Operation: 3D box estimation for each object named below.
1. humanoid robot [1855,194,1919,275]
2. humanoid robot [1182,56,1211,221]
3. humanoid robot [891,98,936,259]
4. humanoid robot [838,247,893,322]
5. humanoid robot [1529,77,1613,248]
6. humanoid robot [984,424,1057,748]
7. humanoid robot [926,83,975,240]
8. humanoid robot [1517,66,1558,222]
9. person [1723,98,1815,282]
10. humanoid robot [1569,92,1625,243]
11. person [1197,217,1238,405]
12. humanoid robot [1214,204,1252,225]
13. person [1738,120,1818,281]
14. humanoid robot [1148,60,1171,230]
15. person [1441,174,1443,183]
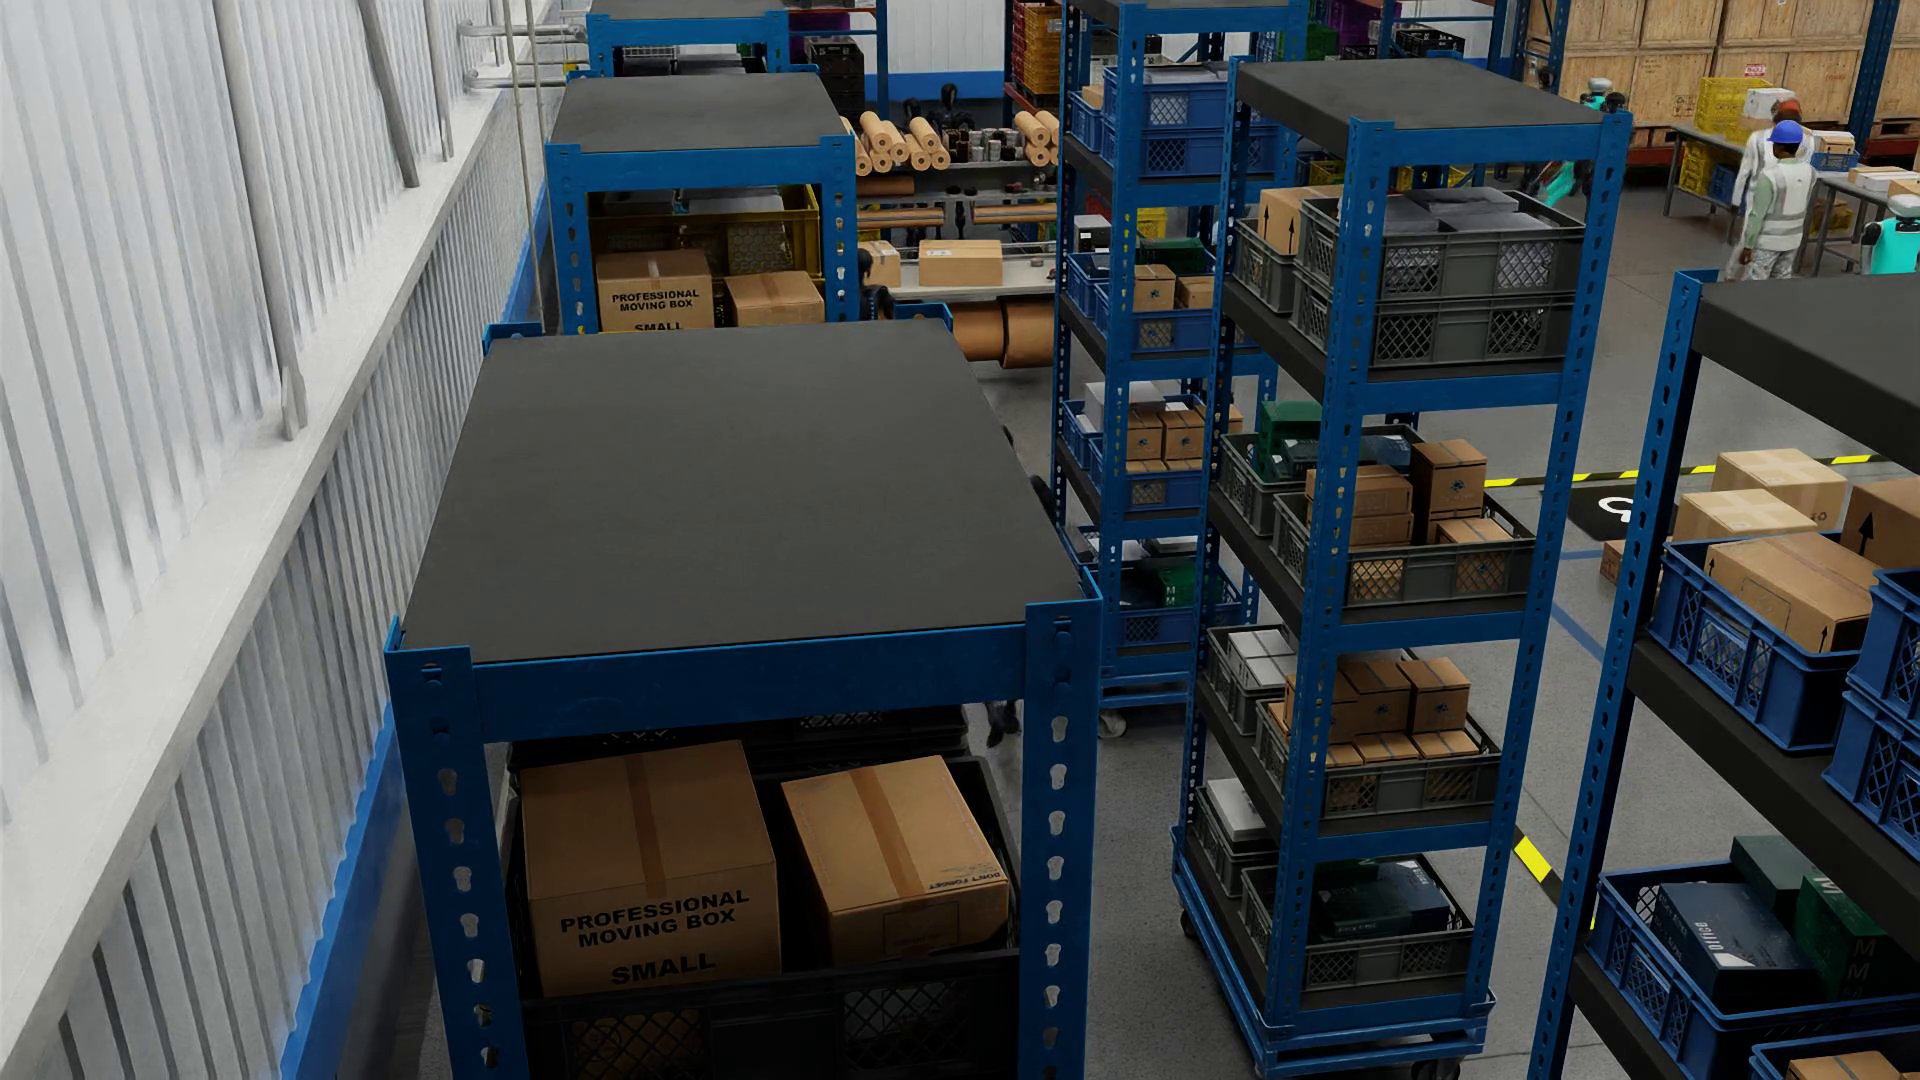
[{"bbox_3d":[6.624,-1.541,11.726,0.533,1.680,0.735,1,25,2],"label":"humanoid robot"},{"bbox_3d":[2.541,-4.177,17.729,0.557,1.875,0.695,8,26,17],"label":"humanoid robot"},{"bbox_3d":[-0.376,-3.417,16.049,0.611,1.649,0.479,-18,30,-34],"label":"humanoid robot"},{"bbox_3d":[-0.703,-1.139,11.087,0.590,1.653,0.403,-20,31,-37],"label":"humanoid robot"},{"bbox_3d":[5.981,-3.673,16.568,0.795,1.802,0.540,-4,25,-9],"label":"humanoid robot"},{"bbox_3d":[0.236,0.247,8.077,0.609,1.637,0.510,-6,25,-13],"label":"humanoid robot"},{"bbox_3d":[-0.097,-3.760,16.778,0.601,1.653,0.326,7,26,15],"label":"humanoid robot"},{"bbox_3d":[6.252,-4.243,17.849,0.616,1.643,0.608,13,28,26],"label":"humanoid robot"},{"bbox_3d":[7.307,-3.054,15.033,0.573,1.861,0.429,5,25,10],"label":"person"},{"bbox_3d":[6.284,-3.566,16.371,0.587,1.644,0.468,-13,28,-27],"label":"humanoid robot"},{"bbox_3d":[1.707,-1.244,11.108,0.366,1.852,0.589,-5,25,-10],"label":"person"},{"bbox_3d":[2.769,-3.837,16.874,0.531,1.772,0.753,-4,25,-9],"label":"humanoid robot"},{"bbox_3d":[6.650,-2.456,13.645,0.609,1.938,0.428,-11,27,-22],"label":"person"},{"bbox_3d":[1.934,-4.121,17.420,0.662,1.736,0.533,-18,30,-34],"label":"humanoid robot"},{"bbox_3d":[4.722,-3.929,16.731,0.386,2.034,0.604,-3,25,-6],"label":"person"}]
